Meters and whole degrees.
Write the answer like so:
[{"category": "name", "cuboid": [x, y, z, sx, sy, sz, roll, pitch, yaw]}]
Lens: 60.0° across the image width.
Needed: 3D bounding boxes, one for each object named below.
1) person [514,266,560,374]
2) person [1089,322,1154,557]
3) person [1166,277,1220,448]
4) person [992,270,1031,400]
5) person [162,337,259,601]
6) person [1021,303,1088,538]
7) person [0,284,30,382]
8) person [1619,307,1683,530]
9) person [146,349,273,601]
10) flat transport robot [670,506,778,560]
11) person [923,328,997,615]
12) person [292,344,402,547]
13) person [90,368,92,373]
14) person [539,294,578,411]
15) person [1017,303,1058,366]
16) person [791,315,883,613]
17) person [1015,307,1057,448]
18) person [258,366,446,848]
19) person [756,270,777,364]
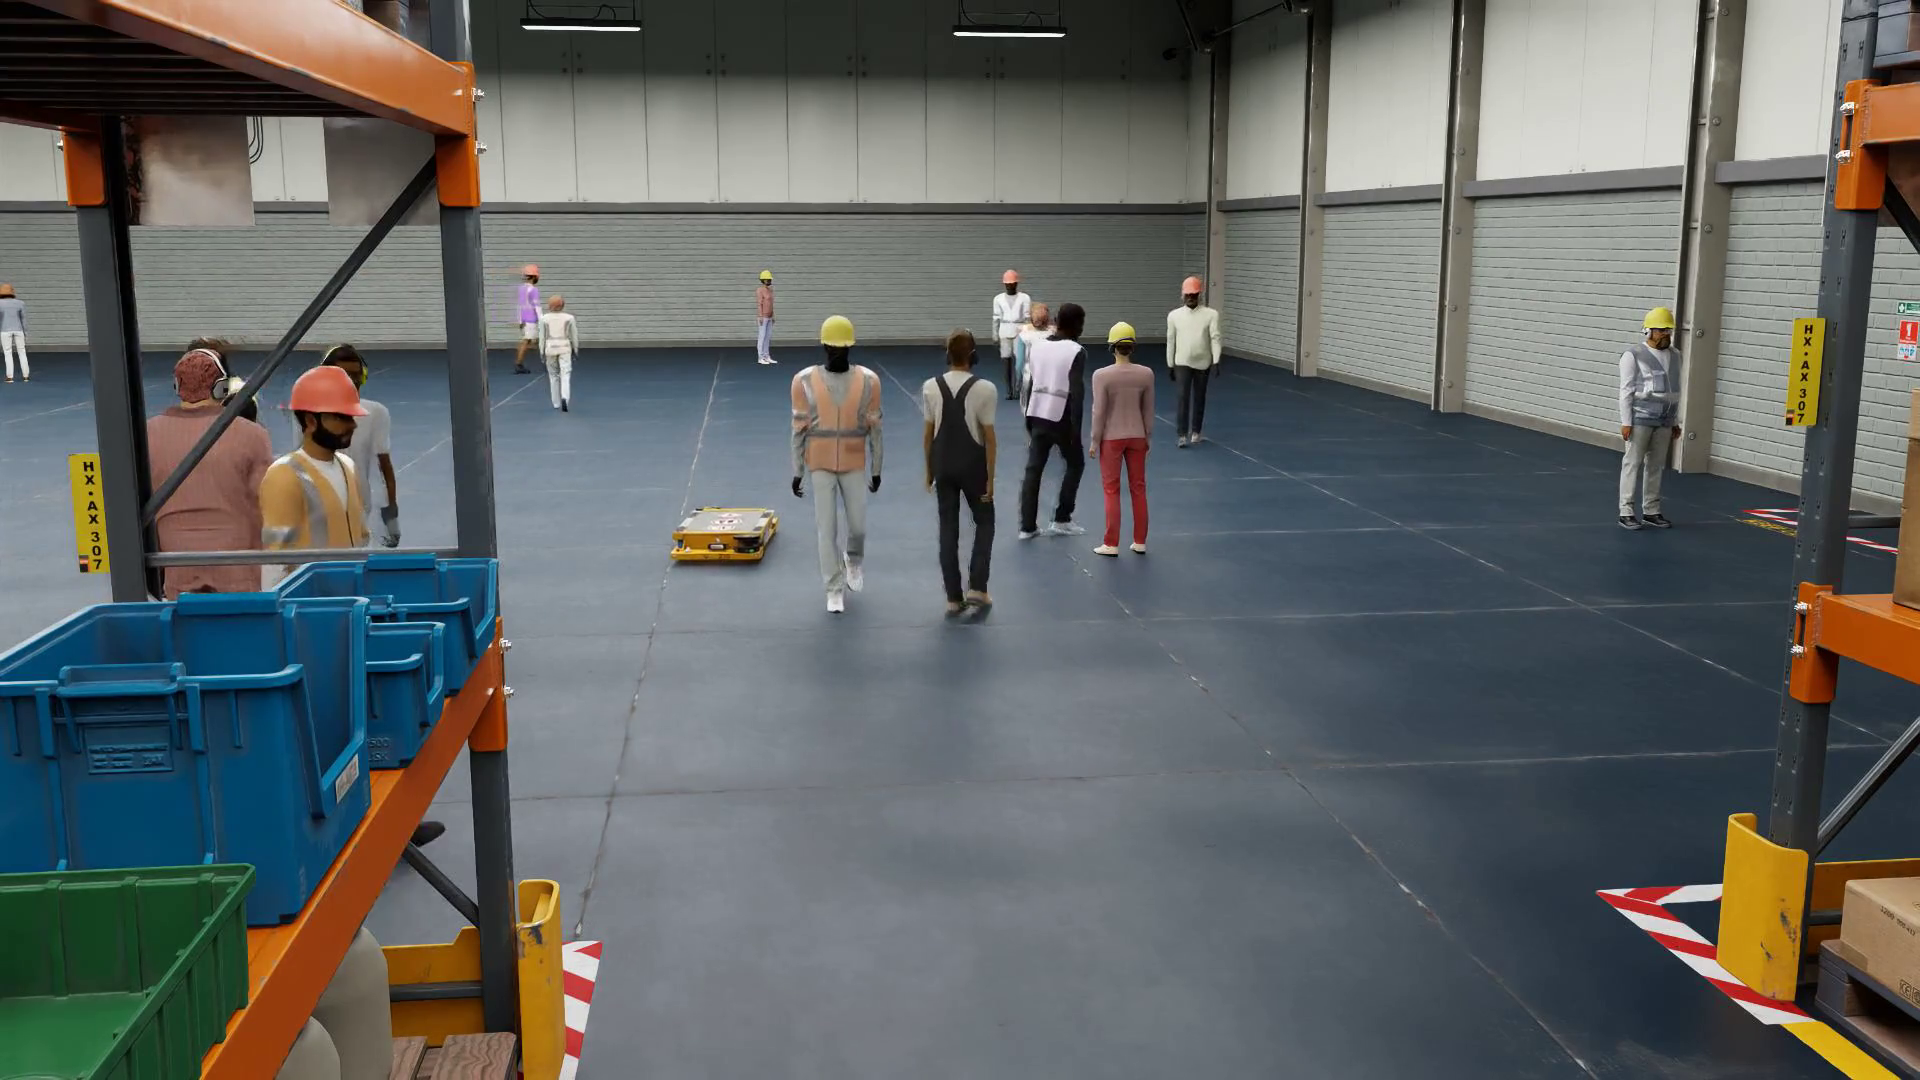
[{"category": "person", "cuboid": [-7.459, -3.874, 29.311, 0.993, 1.887, 0.570, -7, 13, -34]}, {"category": "person", "cuboid": [1.213, -0.756, 12.574, 0.533, 1.767, 0.326, -4, 11, -23]}, {"category": "person", "cuboid": [2.687, -2.049, 19.186, 0.607, 1.945, 1.030, 1, 10, 6]}, {"category": "person", "cuboid": [0.747, -3.000, 24.458, 0.568, 1.913, 0.603, 1, 10, 8]}, {"category": "person", "cuboid": [-4.594, -0.333, 10.174, 0.946, 1.792, 0.636, -10, 14, -44]}, {"category": "person", "cuboid": [0.757, -0.952, 13.356, 0.731, 1.878, 0.695, 9, 14, 42]}, {"category": "person", "cuboid": [-15.772, -3.439, 27.640, 0.501, 1.633, 0.289, -9, 14, -41]}, {"category": "person", "cuboid": [5.714, -1.003, 13.739, 0.587, 1.833, 0.404, -4, 11, -19]}, {"category": "person", "cuboid": [-3.364, 0.094, 7.529, 0.646, 1.908, 0.408, -1, 10, -5]}, {"category": "flat transport robot", "cuboid": [-1.806, -0.063, 12.871, 0.652, 0.197, 1.431, 0, 10, -1]}, {"category": "person", "cuboid": [0.010, -0.435, 10.634, 0.532, 1.829, 0.471, 3, 11, 16]}, {"category": "person", "cuboid": [-3.265, -0.119, 8.890, 0.536, 1.829, 0.781, -6, 12, -32]}, {"category": "person", "cuboid": [-14.695, -3.739, 28.705, 0.832, 1.851, 0.587, 6, 12, 30]}, {"category": "person", "cuboid": [-5.574, -2.596, 23.093, 0.526, 1.614, 0.767, -2, 11, -11]}, {"category": "person", "cuboid": [0.955, -2.102, 20.426, 0.528, 1.597, 0.862, 1, 10, 4]}, {"category": "person", "cuboid": [-0.798, -0.505, 10.795, 0.598, 1.907, 0.559, -2, 10, -9]}, {"category": "person", "cuboid": [0.884, -1.781, 18.570, 0.531, 1.622, 0.423, -2, 10, -9]}, {"category": "person", "cuboid": [-2.380, 0.280, 6.507, 0.895, 1.899, 0.587, 1, 10, 6]}, {"category": "person", "cuboid": [-3.676, -4.222, 31.573, 0.309, 1.769, 0.524, 4, 11, 21]}]
